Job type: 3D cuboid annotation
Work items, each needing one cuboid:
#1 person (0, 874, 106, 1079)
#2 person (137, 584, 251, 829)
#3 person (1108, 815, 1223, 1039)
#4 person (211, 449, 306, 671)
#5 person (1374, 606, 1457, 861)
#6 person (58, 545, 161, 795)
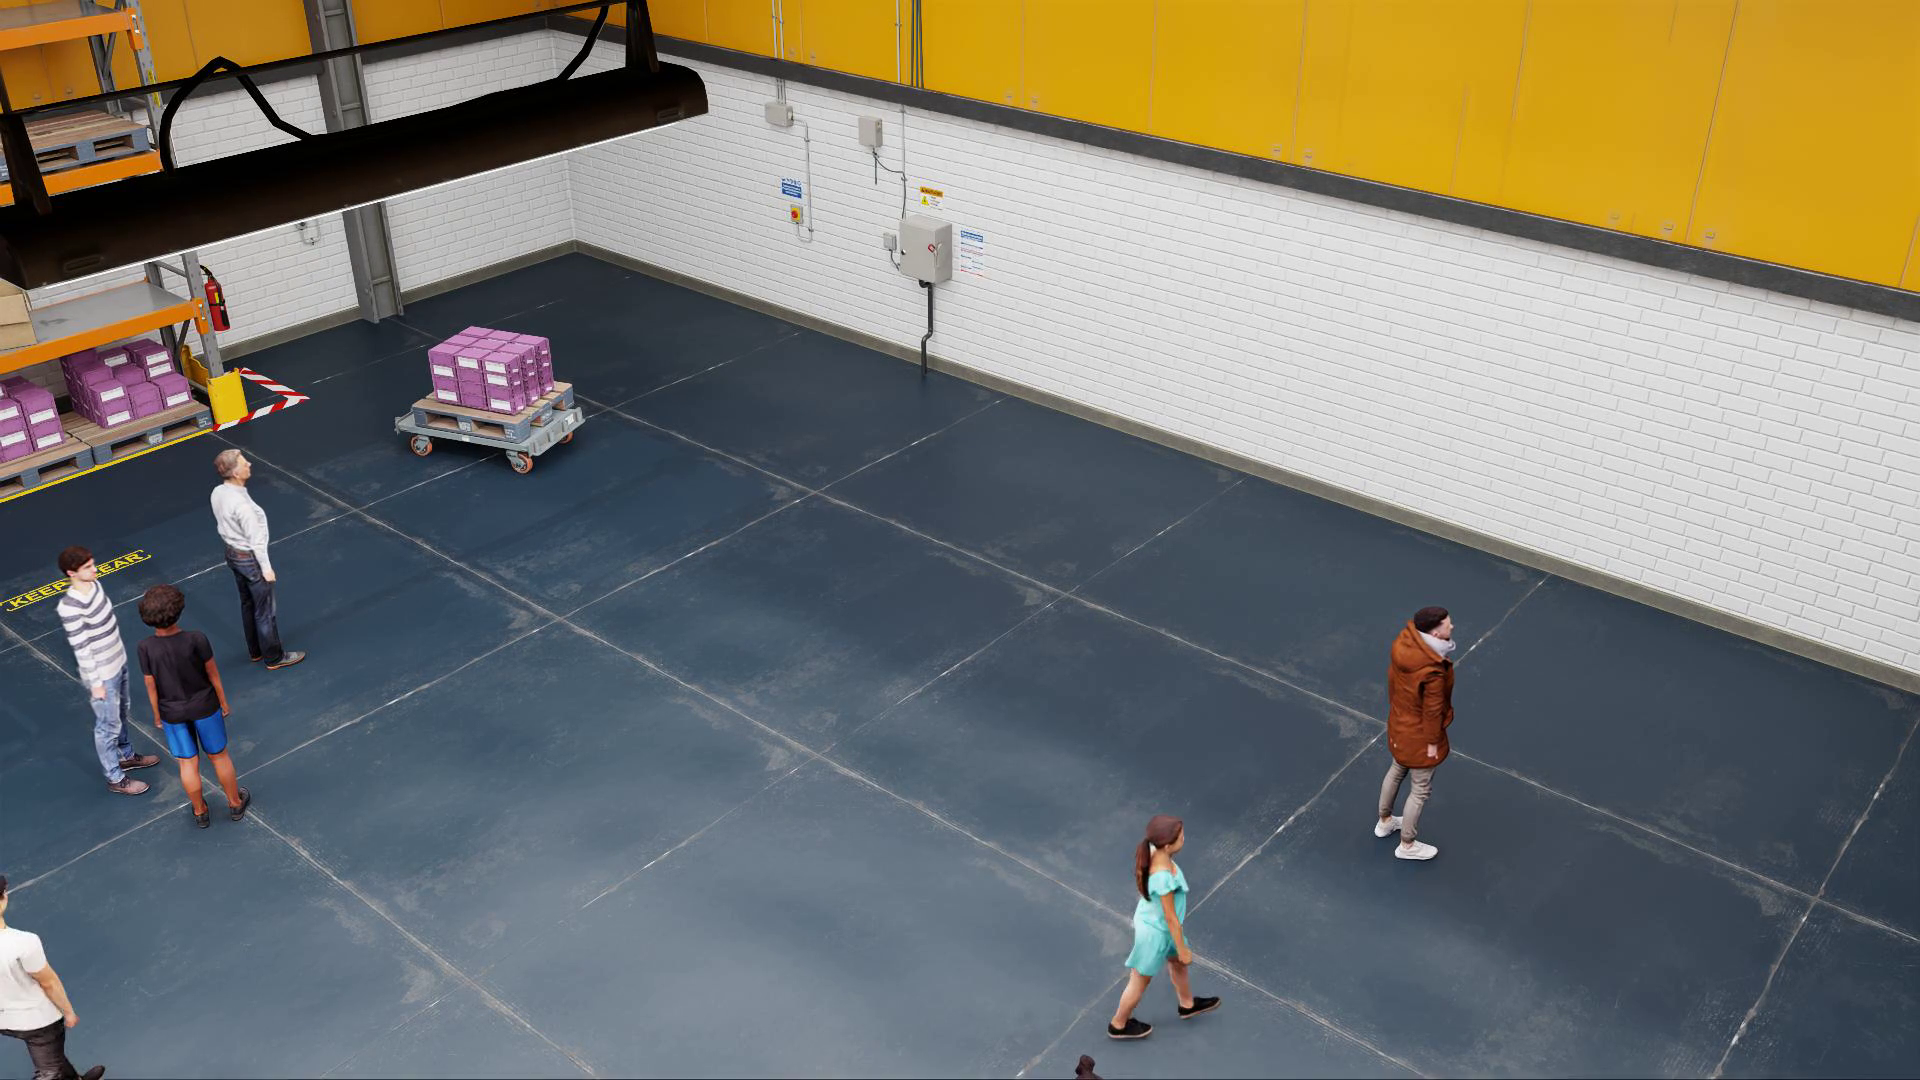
[{"bbox_3d":[-4.877,2.473,8.576,0.970,1.695,1.165,5,29,10],"label":"person"},{"bbox_3d":[-5.095,1.102,10.984,0.643,1.796,0.758,-10,30,-18],"label":"person"},{"bbox_3d":[1.019,2.190,9.264,0.955,1.532,0.904,-1,29,-2],"label":"person"},{"bbox_3d":[-5.442,0.133,12.736,0.649,1.819,0.536,22,36,35],"label":"person"},{"bbox_3d":[2.941,1.222,10.720,0.896,1.838,0.856,-8,30,-14],"label":"person"},{"bbox_3d":[-5.868,0.860,11.368,0.758,1.852,0.712,-4,29,-7],"label":"person"}]
